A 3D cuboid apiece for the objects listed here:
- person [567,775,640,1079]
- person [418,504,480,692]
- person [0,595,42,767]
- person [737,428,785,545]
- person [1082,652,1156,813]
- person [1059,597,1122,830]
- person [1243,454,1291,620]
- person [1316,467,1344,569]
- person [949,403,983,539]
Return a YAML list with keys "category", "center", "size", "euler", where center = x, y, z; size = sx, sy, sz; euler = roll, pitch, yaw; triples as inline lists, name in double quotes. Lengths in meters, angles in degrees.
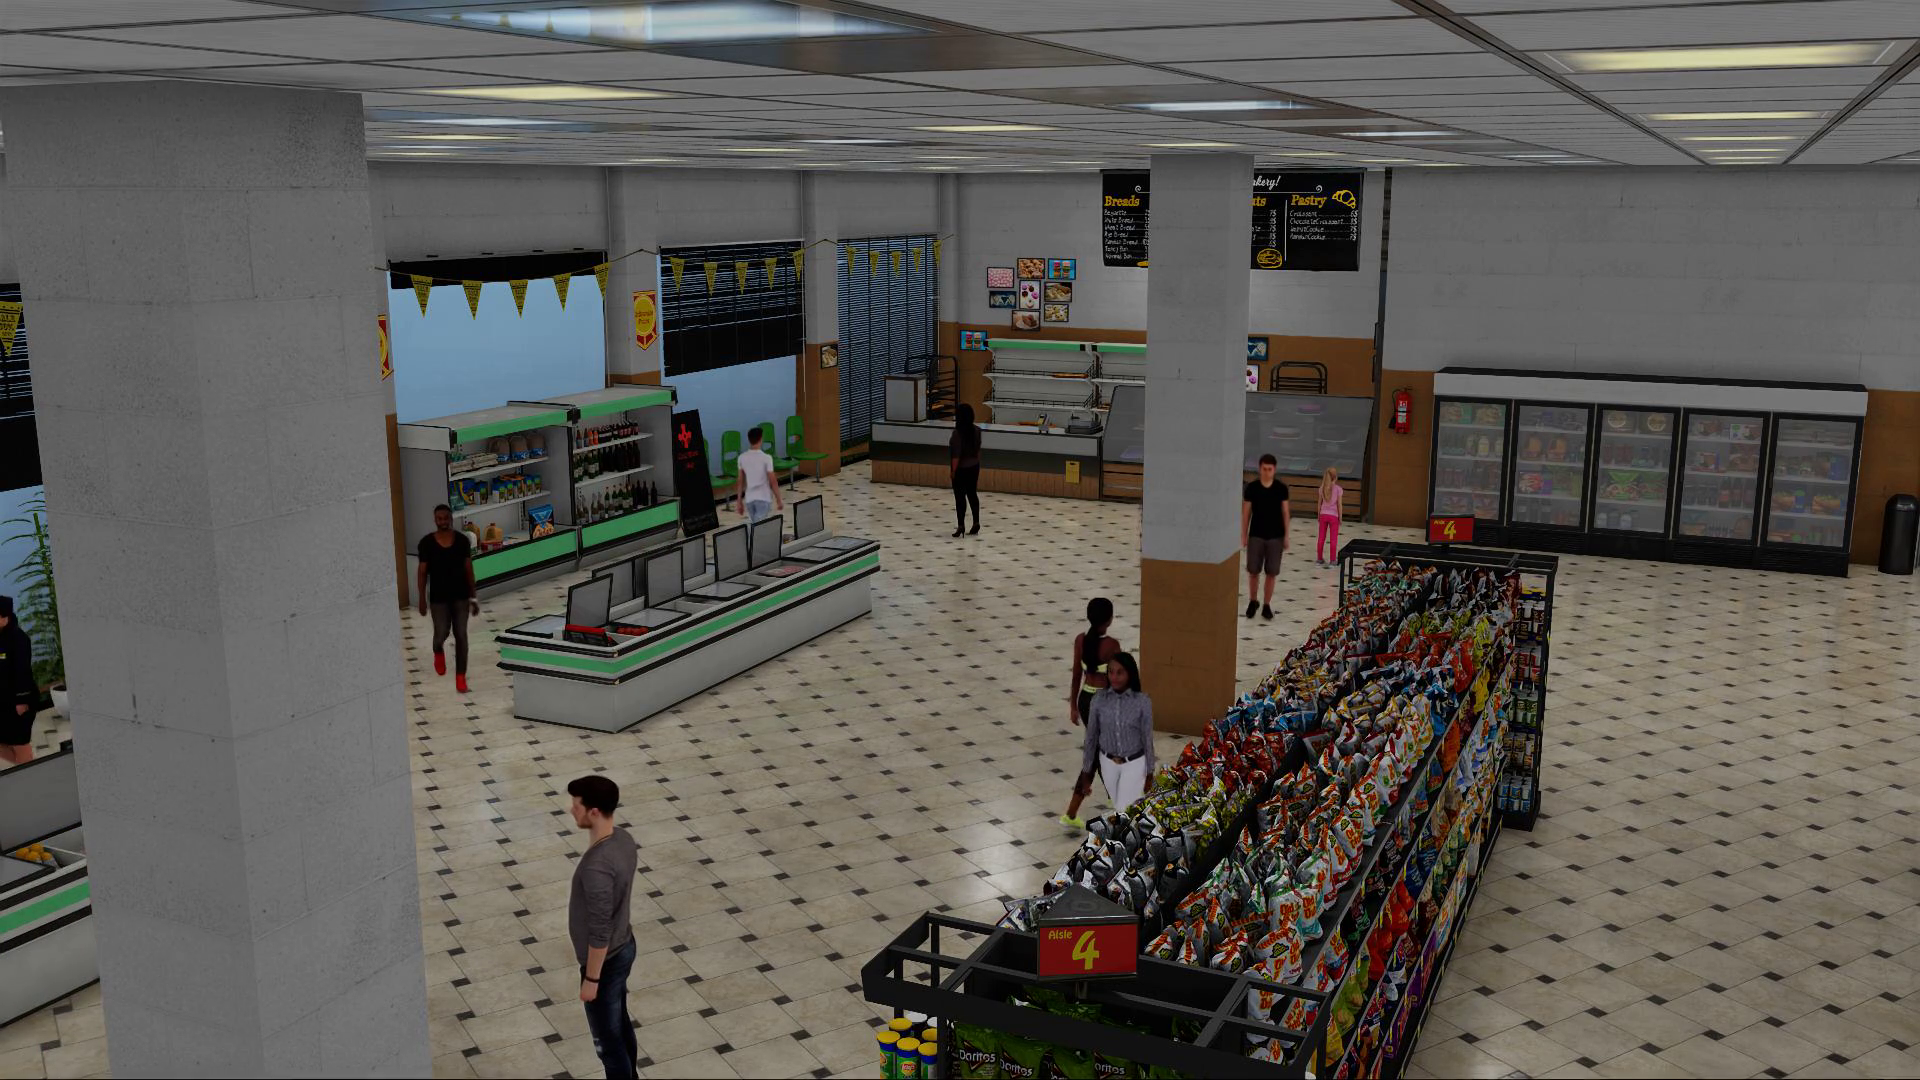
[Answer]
- category: "person"
  center: [-1.755, 2.074, 8.276]
  size: [0.827, 1.903, 0.694]
  euler: [0, 12, -2]
- category: "person"
  center: [-4.902, 0.529, 15.895]
  size: [0.975, 1.787, 1.020]
  euler: [-6, 13, -27]
- category: "person"
  center: [-7.298, 1.224, 12.887]
  size: [0.716, 1.666, 0.650]
  euler: [5, 13, 23]
- category: "person"
  center: [-2.514, -0.418, 20.352]
  size: [0.705, 1.805, 1.217]
  euler: [6, 13, 28]
- category: "person"
  center: [1.126, 1.573, 11.222]
  size: [0.636, 1.670, 1.189]
  euler: [6, 13, 26]
- category: "person"
  center: [0.977, 1.322, 12.320]
  size: [0.780, 1.709, 1.224]
  euler: [9, 15, 37]
- category: "person"
  center: [3.410, -0.050, 18.494]
  size: [0.746, 1.849, 0.731]
  euler: [1, 12, 6]
- category: "person"
  center: [4.684, -0.300, 21.090]
  size: [0.505, 1.269, 0.518]
  euler: [8, 14, 34]
- category: "person"
  center: [0.085, -0.958, 22.825]
  size: [0.675, 1.842, 0.794]
  euler: [-10, 16, -40]
